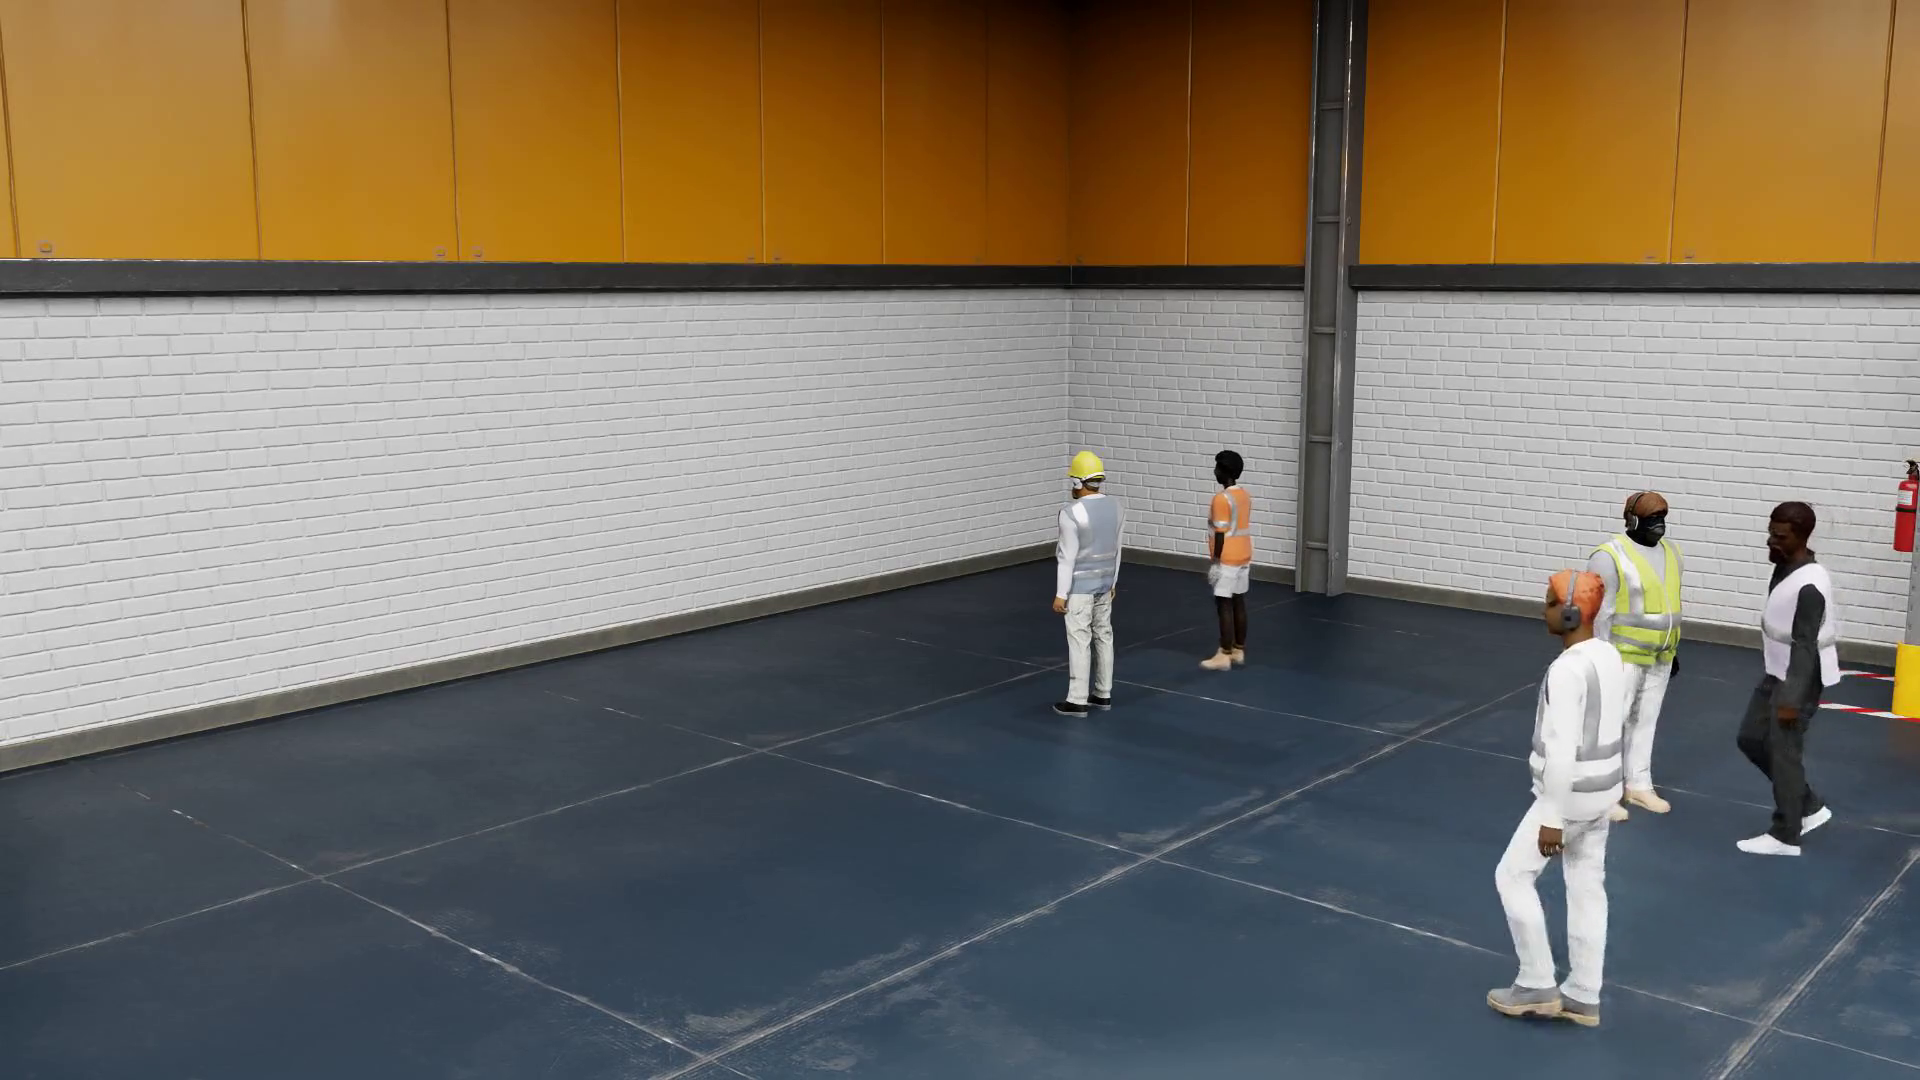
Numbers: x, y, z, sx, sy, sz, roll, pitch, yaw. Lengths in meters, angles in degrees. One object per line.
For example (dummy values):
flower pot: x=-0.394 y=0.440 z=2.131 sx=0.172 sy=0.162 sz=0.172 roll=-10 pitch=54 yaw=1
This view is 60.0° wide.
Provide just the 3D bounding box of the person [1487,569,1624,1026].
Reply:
person: x=2.392 y=1.035 z=6.747 sx=0.571 sy=1.867 sz=0.605 roll=8 pitch=12 yaw=42

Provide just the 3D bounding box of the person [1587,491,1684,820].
person: x=3.800 y=0.639 z=9.328 sx=0.633 sy=1.842 sz=0.429 roll=-4 pitch=10 yaw=-25

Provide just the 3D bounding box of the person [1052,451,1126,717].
person: x=0.867 y=0.302 z=11.472 sx=0.590 sy=1.833 sz=0.404 roll=-8 pitch=12 yaw=-43

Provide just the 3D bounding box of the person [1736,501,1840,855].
person: x=4.277 y=0.729 z=8.585 sx=0.443 sy=1.895 sz=0.634 roll=2 pitch=9 yaw=14

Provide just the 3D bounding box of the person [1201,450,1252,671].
person: x=2.070 y=0.155 z=12.831 sx=0.321 sy=1.696 sz=0.560 roll=6 pitch=11 yaw=32
